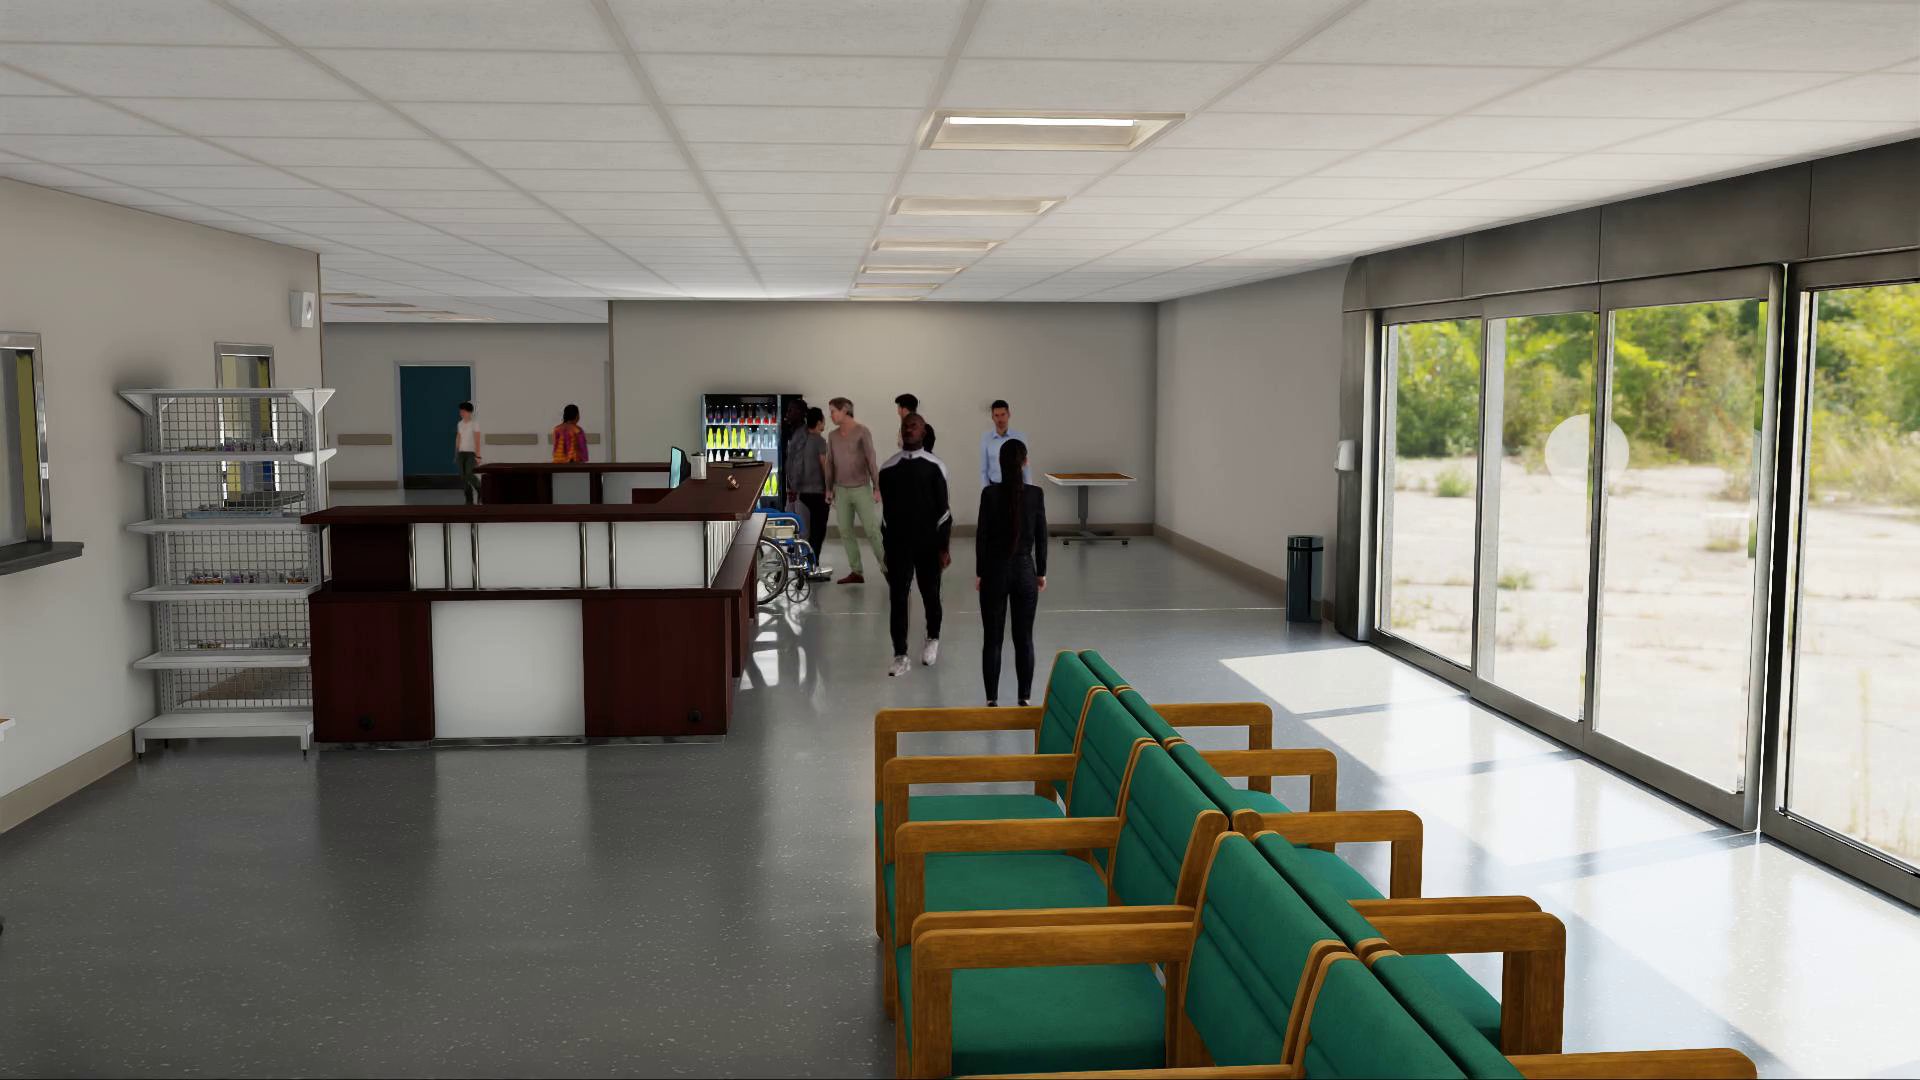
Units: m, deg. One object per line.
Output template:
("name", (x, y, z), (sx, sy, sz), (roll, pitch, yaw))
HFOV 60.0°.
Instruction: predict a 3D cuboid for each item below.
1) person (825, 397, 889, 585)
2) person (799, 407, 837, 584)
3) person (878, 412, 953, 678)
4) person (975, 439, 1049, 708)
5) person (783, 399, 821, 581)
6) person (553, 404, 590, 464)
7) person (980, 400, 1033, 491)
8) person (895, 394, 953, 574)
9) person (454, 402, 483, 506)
("person", (-0.992, -0.452, 16.229), (0.868, 1.833, 1.055), (1, 6, 14))
("person", (-1.505, -0.436, 16.527), (0.762, 1.742, 0.746), (-4, 7, -35))
("person", (-0.287, 0.020, 11.693), (1.157, 1.801, 0.942), (1, 6, 10))
("person", (0.299, 0.252, 9.846), (0.425, 1.710, 0.639), (-1, 6, -7))
("person", (-1.492, -0.495, 16.725), (0.685, 1.820, 0.741), (-1, 6, -14))
("person", (-5.471, -1.047, 23.108), (1.144, 1.640, 1.084), (3, 6, 26))
("person", (0.446, -0.438, 16.143), (0.620, 1.824, 0.784), (0, 6, 2))
("person", (-0.374, -0.548, 17.051), (1.148, 1.860, 1.132), (5, 8, 42))
("person", (-7.443, -1.276, 25.366), (0.791, 1.643, 0.817), (3, 6, 25))
